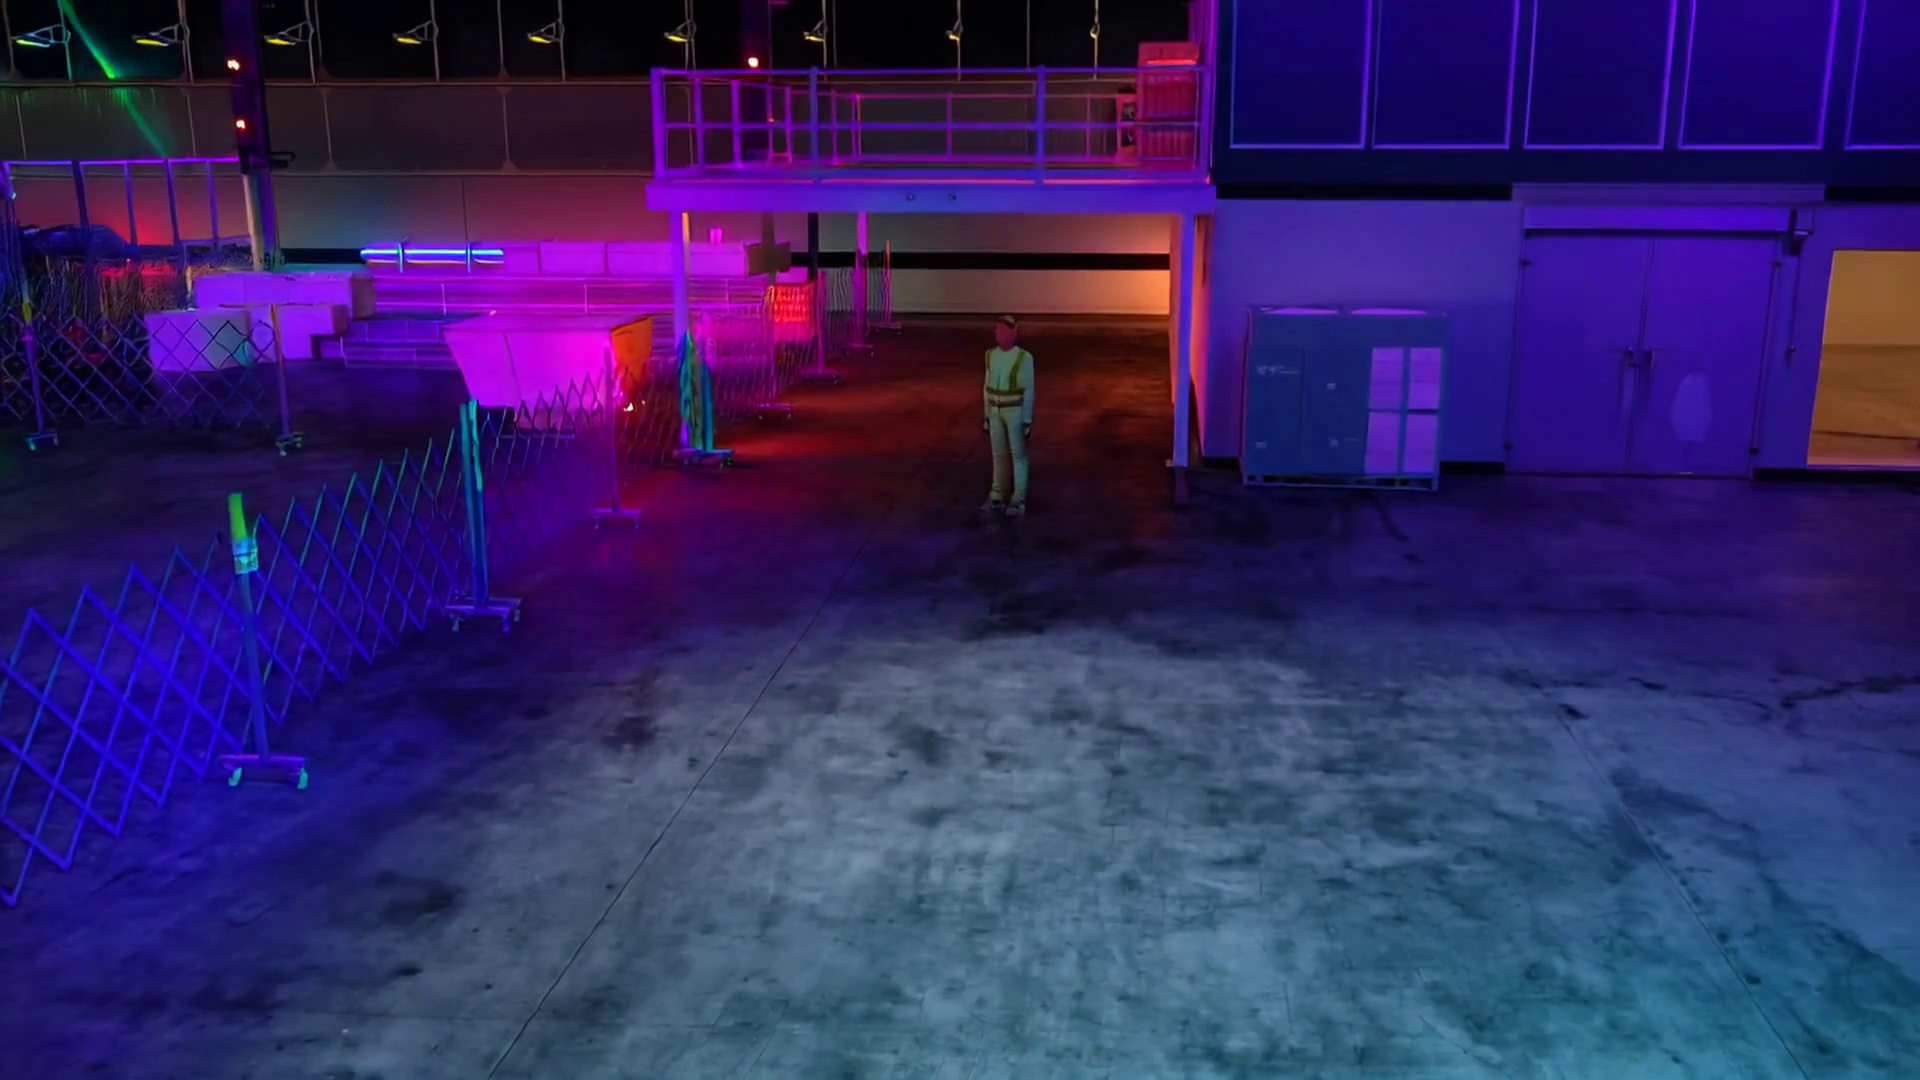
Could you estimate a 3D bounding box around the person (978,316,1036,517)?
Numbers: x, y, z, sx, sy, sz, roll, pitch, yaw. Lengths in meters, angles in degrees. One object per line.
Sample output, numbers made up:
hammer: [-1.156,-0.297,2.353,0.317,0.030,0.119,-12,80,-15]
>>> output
person: [0.444,-1.162,15.621,0.576,1.882,0.362,12,18,41]

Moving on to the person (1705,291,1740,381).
person: [10.108,-2.737,22.032,0.712,1.884,0.653,-8,16,-31]
